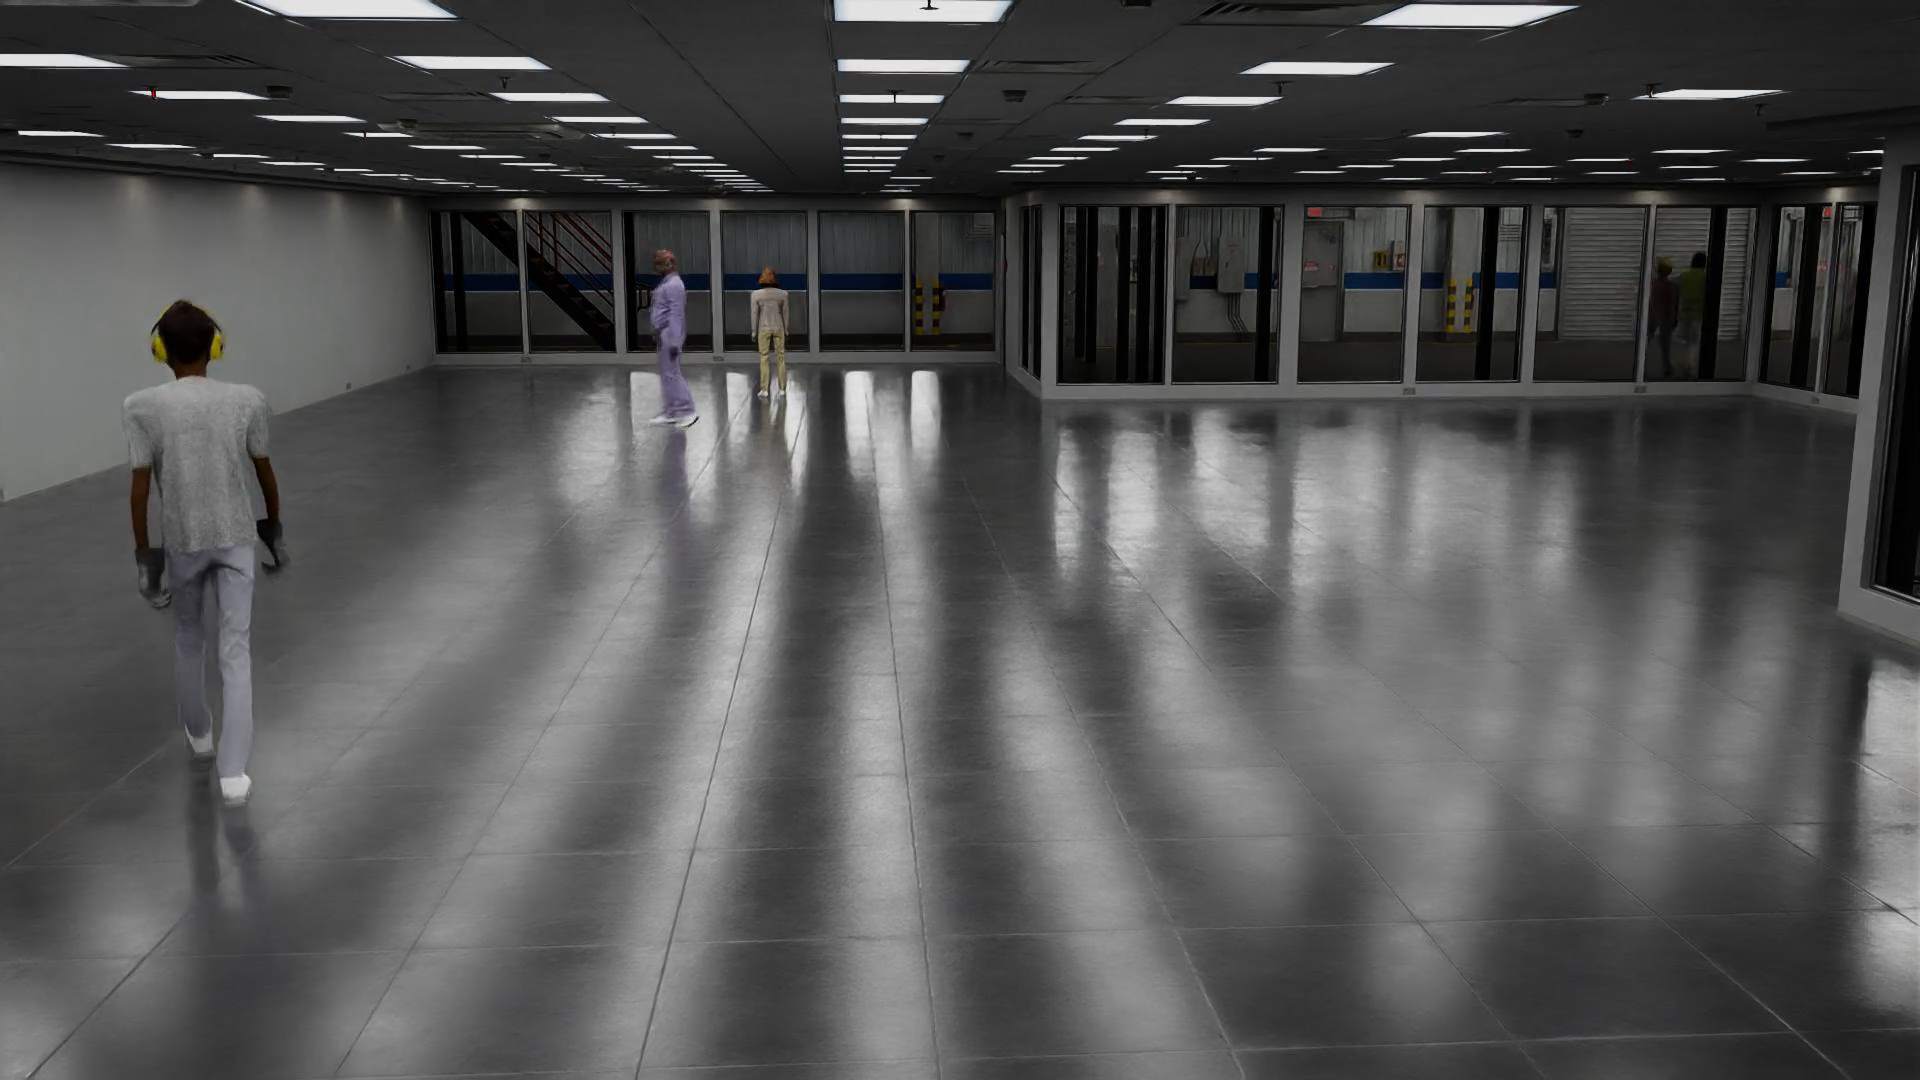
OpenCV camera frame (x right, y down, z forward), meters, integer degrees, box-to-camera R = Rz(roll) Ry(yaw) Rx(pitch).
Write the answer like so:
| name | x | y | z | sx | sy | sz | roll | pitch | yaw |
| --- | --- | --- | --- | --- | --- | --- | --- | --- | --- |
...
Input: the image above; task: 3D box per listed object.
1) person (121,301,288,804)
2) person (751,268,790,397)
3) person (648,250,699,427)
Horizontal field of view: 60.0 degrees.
| name | x | y | z | sx | sy | sz | roll | pitch | yaw |
| --- | --- | --- | --- | --- | --- | --- | --- | --- | --- |
| person | -2.843 | 0.019 | 6.321 | 0.518 | 1.826 | 0.957 | -4 | 11 | -21 |
| person | -2.402 | -2.623 | 21.070 | 0.497 | 1.633 | 0.284 | -4 | 11 | -18 |
| person | -3.124 | -2.177 | 18.011 | 0.489 | 1.887 | 0.776 | -3 | 11 | -14 |
